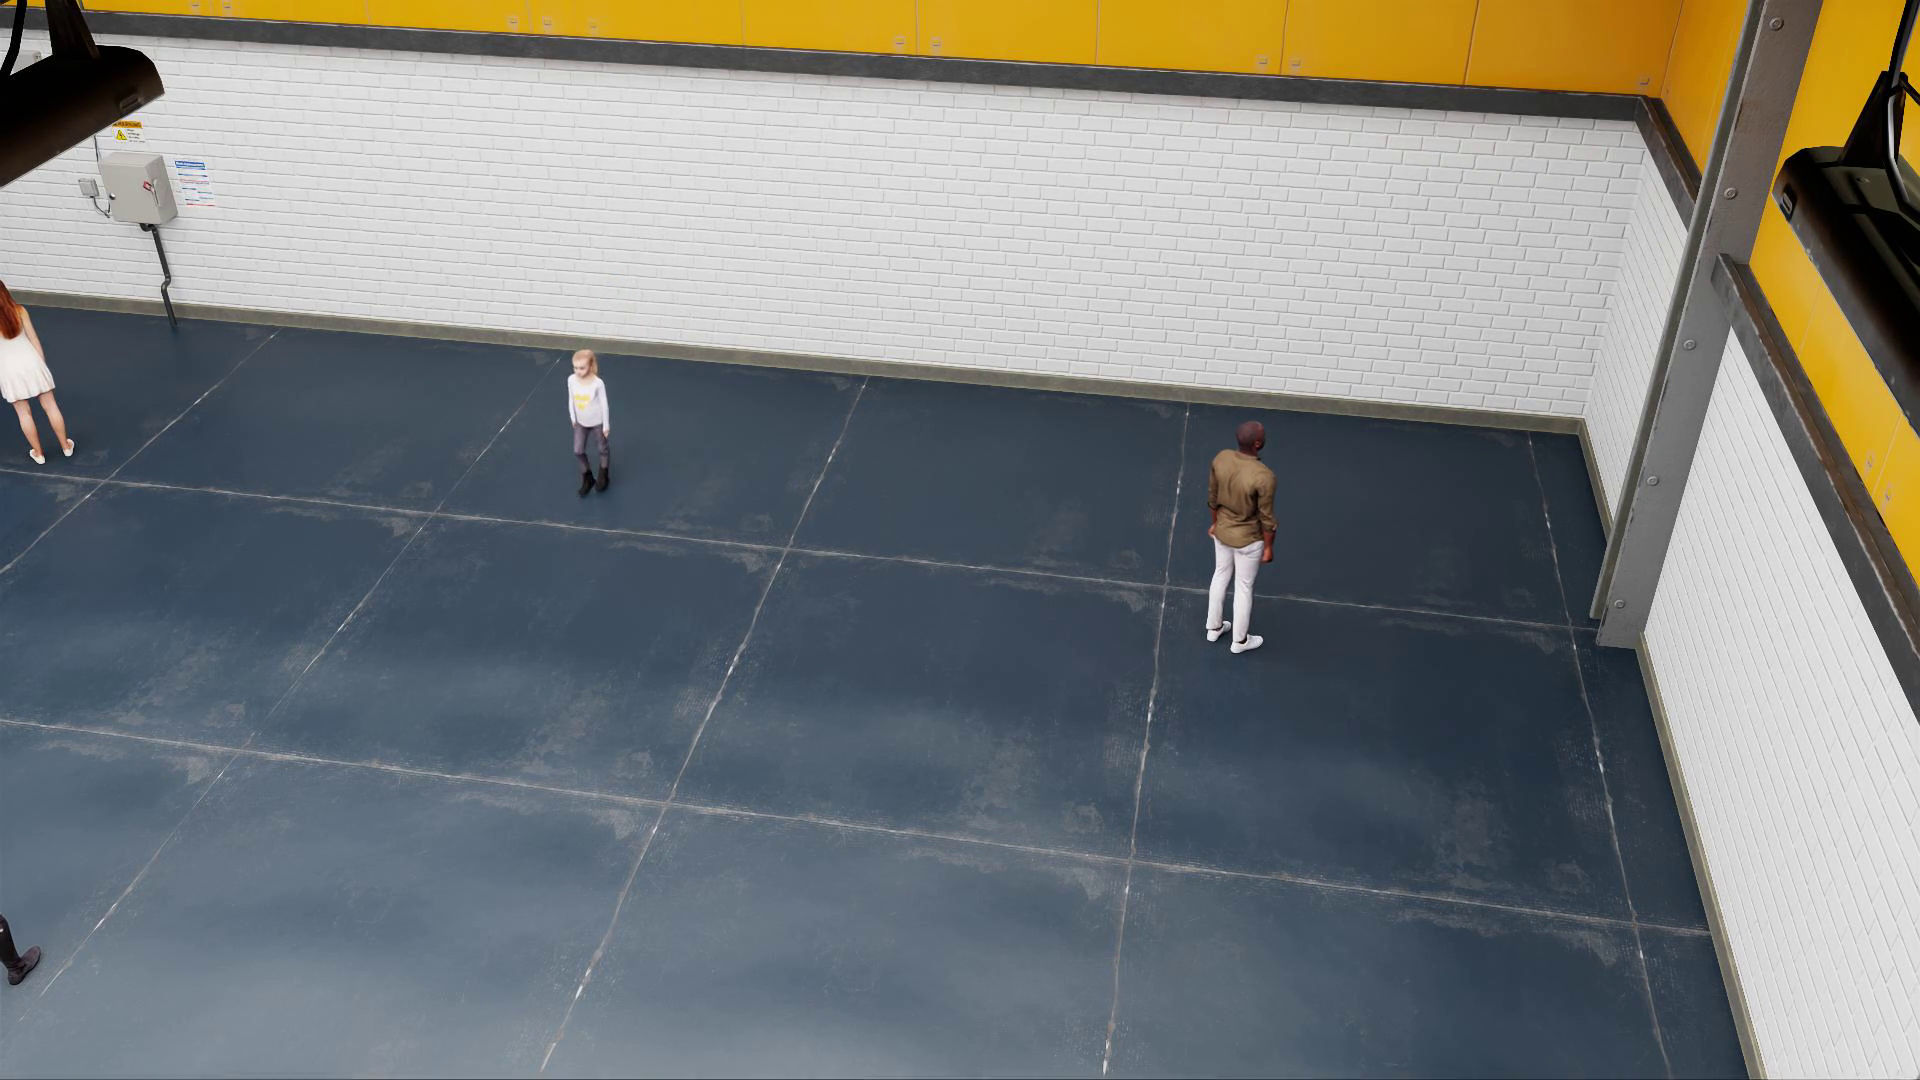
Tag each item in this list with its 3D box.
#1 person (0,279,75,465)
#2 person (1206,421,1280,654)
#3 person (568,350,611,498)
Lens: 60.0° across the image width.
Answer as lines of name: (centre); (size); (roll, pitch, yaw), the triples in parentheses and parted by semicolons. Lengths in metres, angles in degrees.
person: (-7.871, -1.443, 13.944); (0.645, 1.712, 0.703); (-20, 39, -28)
person: (1.966, -0.026, 11.709); (0.825, 1.825, 0.802); (-26, 42, -34)
person: (-3.014, -1.010, 13.691); (0.497, 1.272, 0.563); (6, 34, 9)
